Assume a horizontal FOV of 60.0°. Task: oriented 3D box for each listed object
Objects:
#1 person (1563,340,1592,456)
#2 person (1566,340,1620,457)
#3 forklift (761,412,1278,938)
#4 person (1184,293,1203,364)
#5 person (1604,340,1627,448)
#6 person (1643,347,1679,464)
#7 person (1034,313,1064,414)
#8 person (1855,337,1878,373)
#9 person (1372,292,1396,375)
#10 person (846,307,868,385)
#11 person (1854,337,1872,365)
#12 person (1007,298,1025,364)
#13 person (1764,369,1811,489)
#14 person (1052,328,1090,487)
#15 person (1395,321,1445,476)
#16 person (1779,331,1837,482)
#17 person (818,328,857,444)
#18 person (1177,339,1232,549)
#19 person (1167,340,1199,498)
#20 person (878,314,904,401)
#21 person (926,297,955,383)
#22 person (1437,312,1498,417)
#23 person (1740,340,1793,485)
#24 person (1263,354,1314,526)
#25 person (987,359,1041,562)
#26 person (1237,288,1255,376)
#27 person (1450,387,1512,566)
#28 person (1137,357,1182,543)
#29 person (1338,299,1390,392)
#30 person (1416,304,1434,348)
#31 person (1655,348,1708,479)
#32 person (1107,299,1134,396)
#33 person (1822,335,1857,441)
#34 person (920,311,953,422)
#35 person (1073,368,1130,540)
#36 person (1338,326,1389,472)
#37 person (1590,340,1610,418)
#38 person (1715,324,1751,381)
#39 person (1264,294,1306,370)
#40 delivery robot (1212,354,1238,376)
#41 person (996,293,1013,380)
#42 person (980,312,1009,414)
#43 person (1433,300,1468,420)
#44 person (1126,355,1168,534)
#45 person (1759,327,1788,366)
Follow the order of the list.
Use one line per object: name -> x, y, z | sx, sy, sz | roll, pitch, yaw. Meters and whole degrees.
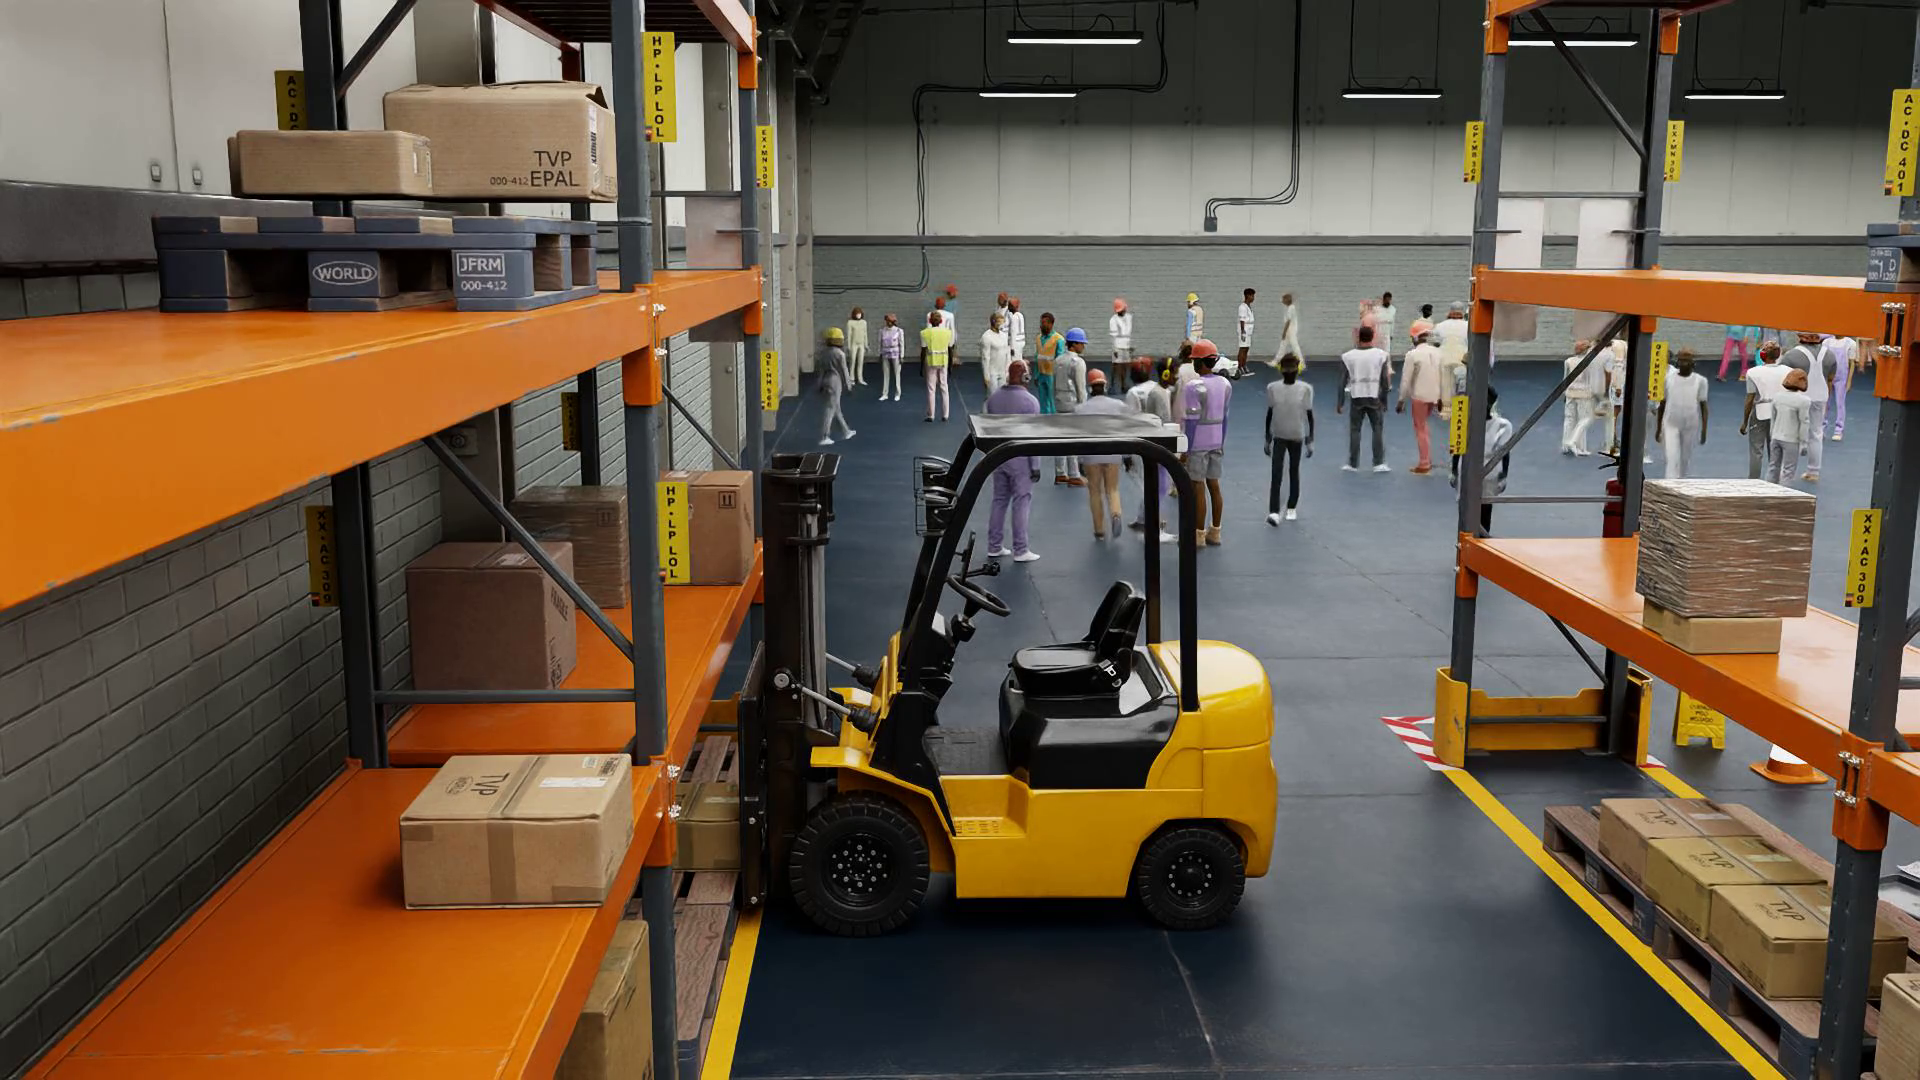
person -> 8.682, -1.997, 23.331 | 0.312, 1.634, 0.514 | -7, 12, -35
person -> 8.830, -2.049, 23.073 | 0.880, 1.838, 0.513 | -5, 11, -26
forklift -> 0.291, 0.548, 7.580 | 2.313, 2.155, 1.214 | 0, 10, -2
person -> 5.276, -4.669, 37.690 | 0.404, 1.824, 0.586 | 8, 13, 37
person -> 9.592, -2.289, 24.150 | 0.391, 1.923, 0.554 | 4, 11, 22
person -> 9.347, -1.766, 22.140 | 0.508, 1.592, 0.883 | 0, 10, -2
person -> 1.351, -2.492, 25.283 | 0.377, 1.917, 0.599 | -7, 13, -36
person -> 20.591, -4.620, 37.639 | 0.580, 1.736, 0.566 | -2, 10, -11
person -> 9.535, -4.679, 37.651 | 0.647, 1.856, 1.040 | -3, 11, -15
person -> -2.155, -4.071, 34.884 | 0.503, 1.634, 0.275 | -7, 12, -34
person -> 22.011, -5.245, 40.408 | 0.622, 1.992, 0.394 | 2, 10, 12
person -> 1.104, -3.839, 32.920 | 0.347, 1.876, 0.572 | 3, 11, 14
person -> 9.018, -1.057, 18.131 | 0.322, 1.622, 0.511 | -3, 11, -17
person -> 1.371, -1.617, 20.349 | 0.408, 1.937, 0.613 | -6, 12, -30
person -> 5.940, -1.819, 21.385 | 0.641, 1.961, 0.533 | -7, 12, -34
person -> 10.492, -1.739, 20.749 | 0.675, 2.000, 0.537 | -1, 10, -6
person -> -1.792, -2.290, 24.727 | 0.866, 1.698, 0.511 | -10, 14, -43
person -> 2.369, -0.933, 16.253 | 0.606, 2.044, 0.373 | -9, 14, -42
person -> 2.651, -1.410, 19.461 | 0.504, 1.847, 0.345 | 0, 10, -1
person -> -1.295, -3.436, 31.329 | 0.515, 1.636, 0.314 | 4, 11, 21
person -> -0.404, -4.158, 34.820 | 0.591, 1.839, 0.984 | 0, 10, -2
person -> 8.642, -2.933, 28.074 | 1.019, 1.812, 0.530 | 5, 11, 26
person -> 9.381, -1.393, 19.354 | 0.565, 1.850, 0.390 | -1, 10, -7
person -> 3.489, -1.063, 17.622 | 0.544, 1.814, 0.992 | 3, 11, 15
person -> 0.535, -0.748, 15.647 | 0.397, 1.896, 0.644 | -10, 14, -43
person -> 6.408, -4.661, 37.263 | 0.377, 1.958, 0.602 | 5, 11, 24
person -> 4.762, -0.566, 15.234 | 0.540, 1.660, 0.801 | 3, 11, 16
person -> 1.973, -0.898, 16.598 | 0.444, 1.847, 0.567 | 1, 10, 5
person -> 8.073, -3.835, 32.951 | 0.987, 1.863, 0.640 | 1, 10, 4
person -> 9.877, -4.193, 35.431 | 0.562, 1.672, 0.448 | -8, 13, -39
person -> 8.195, -1.278, 18.884 | 0.531, 1.799, 0.954 | 4, 11, 22
person -> 3.190, -3.752, 32.422 | 0.687, 1.885, 0.374 | -9, 13, -41
person -> 13.164, -2.406, 25.026 | 0.346, 1.841, 0.505 | -9, 13, -40
person -> -0.388, -2.874, 27.615 | 0.570, 1.843, 0.372 | -4, 11, -19
person -> 1.412, -0.848, 16.641 | 0.582, 1.724, 0.505 | -1, 10, -8
person -> 5.265, -1.829, 21.669 | 0.643, 1.906, 0.405 | 4, 11, 20
person -> 10.894, -3.071, 28.289 | 0.376, 1.997, 0.612 | 3, 11, 18
person -> 16.684, -4.367, 35.709 | 1.050, 1.941, 0.620 | -9, 13, -40
person -> 7.629, -4.844, 38.755 | 1.006, 1.780, 0.528 | 2, 10, 10
delivery robot -> 5.666, -3.775, 35.968 | 0.477, 0.478, 0.707 | -9, 14, -41
person -> 0.948, -4.397, 35.998 | 0.361, 1.882, 0.575 | -7, 12, -33
person -> 0.526, -2.516, 25.407 | 0.369, 1.932, 0.623 | 6, 12, 32
person -> 8.249, -3.001, 27.777 | 0.684, 2.000, 0.595 | 4, 11, 22
person -> 1.947, -0.946, 16.877 | 0.645, 1.855, 0.812 | -8, 13, -38
person -> 15.900, -3.796, 32.533 | 0.398, 1.930, 0.627 | -4, 11, -19
